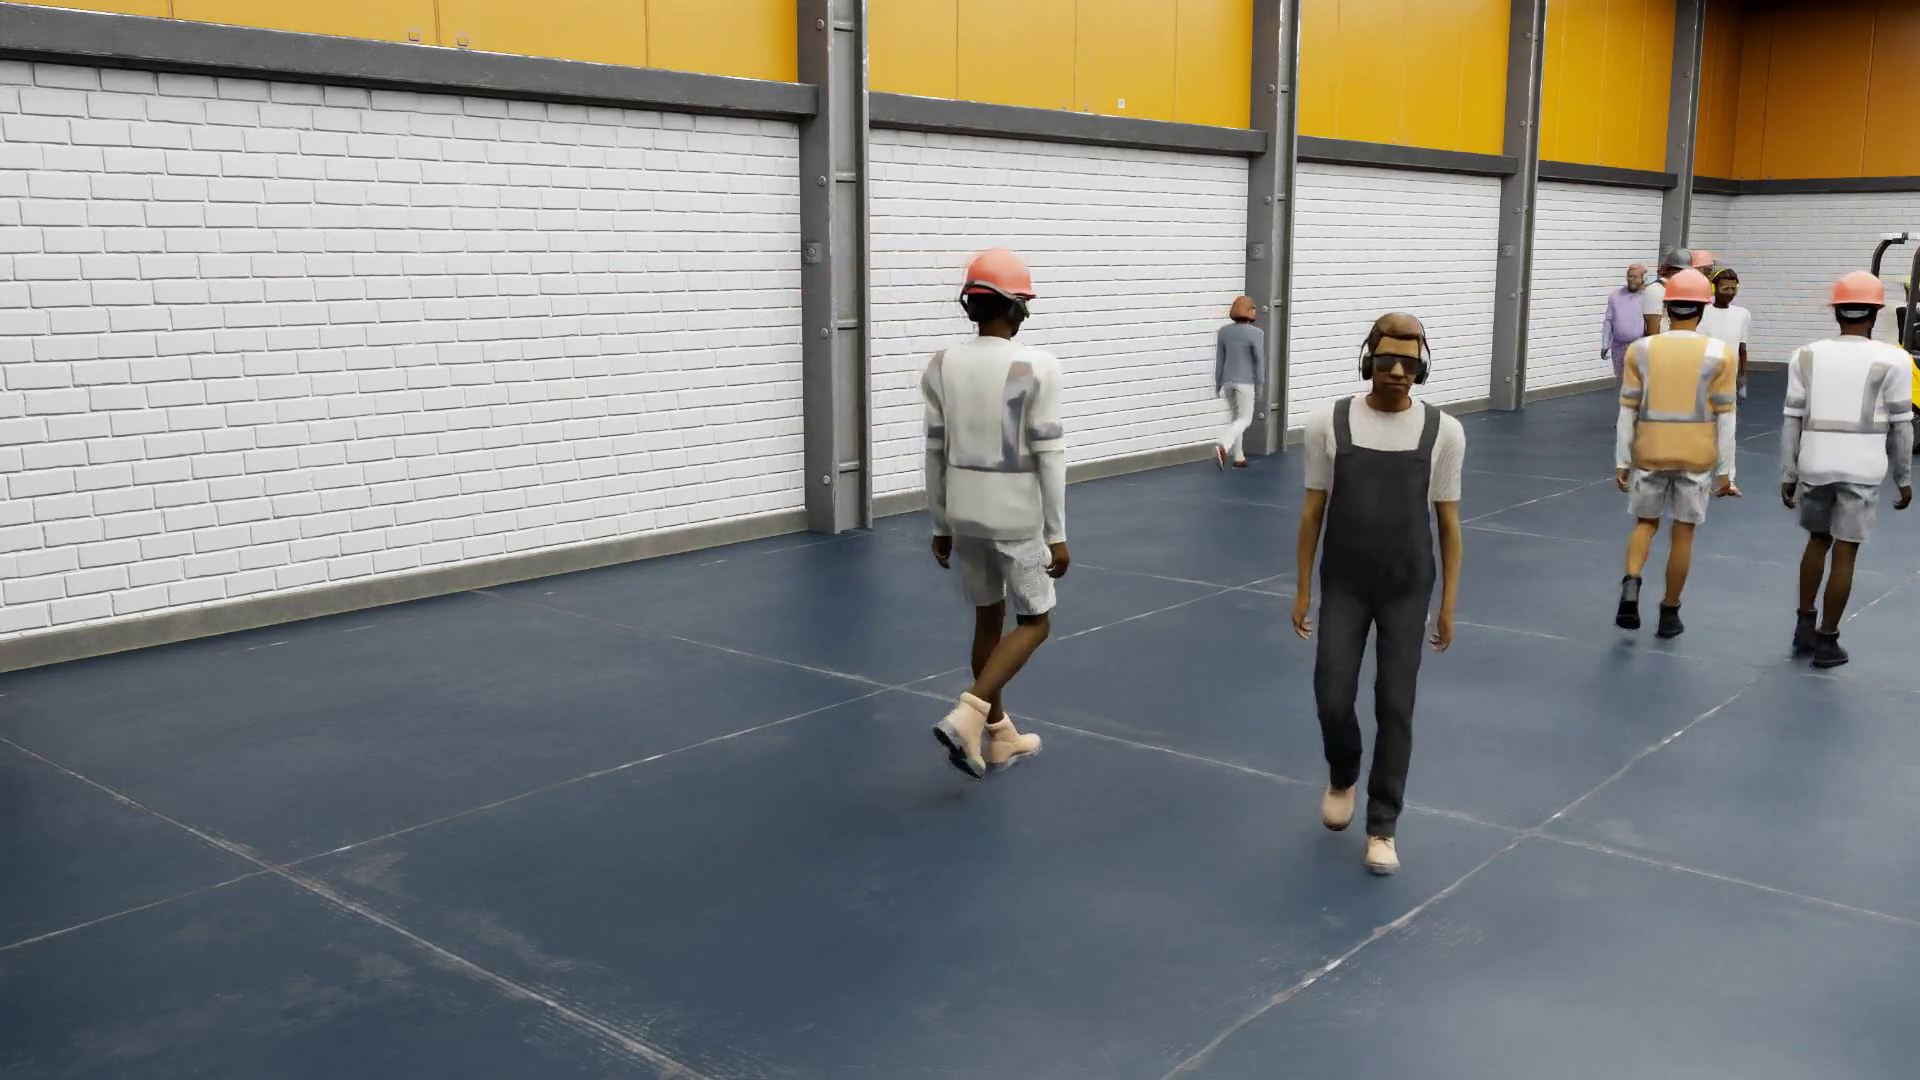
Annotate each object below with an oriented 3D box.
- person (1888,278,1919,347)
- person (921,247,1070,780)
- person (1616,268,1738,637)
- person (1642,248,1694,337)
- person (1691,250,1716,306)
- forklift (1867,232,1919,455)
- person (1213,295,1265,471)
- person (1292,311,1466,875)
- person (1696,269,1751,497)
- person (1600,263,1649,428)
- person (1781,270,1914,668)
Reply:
[{"bbox_3d":[10.421,-2.022,18.208,0.857,1.721,0.538,-1,10,-7],"label":"person"},{"bbox_3d":[0.112,-0.076,6.270,0.631,2.030,0.655,7,12,36],"label":"person"},{"bbox_3d":[3.673,-0.426,8.566,0.553,1.920,0.488,7,12,35],"label":"person"},{"bbox_3d":[7.235,-1.946,16.884,0.674,2.000,0.536,-9,14,-42],"label":"person"},{"bbox_3d":[8.183,-2.160,18.224,0.832,2.014,0.622,-5,11,-26],"label":"person"},{"bbox_3d":[9.955,-1.972,16.595,2.313,2.155,1.214,1,10,8],"label":"forklift"},{"bbox_3d":[2.499,-1.414,15.104,0.678,1.609,0.508,-10,14,-44],"label":"person"},{"bbox_3d":[1.364,0.168,5.453,0.533,1.827,0.454,2,10,13],"label":"person"},{"bbox_3d":[6.205,-1.284,13.644,0.541,1.860,0.375,1,10,7],"label":"person"},{"bbox_3d":[7.694,-2.229,18.995,0.935,1.874,0.630,-9,13,-40],"label":"person"},{"bbox_3d":[4.325,-0.339,8.098,0.574,1.919,0.554,-9,13,-41],"label":"person"}]
